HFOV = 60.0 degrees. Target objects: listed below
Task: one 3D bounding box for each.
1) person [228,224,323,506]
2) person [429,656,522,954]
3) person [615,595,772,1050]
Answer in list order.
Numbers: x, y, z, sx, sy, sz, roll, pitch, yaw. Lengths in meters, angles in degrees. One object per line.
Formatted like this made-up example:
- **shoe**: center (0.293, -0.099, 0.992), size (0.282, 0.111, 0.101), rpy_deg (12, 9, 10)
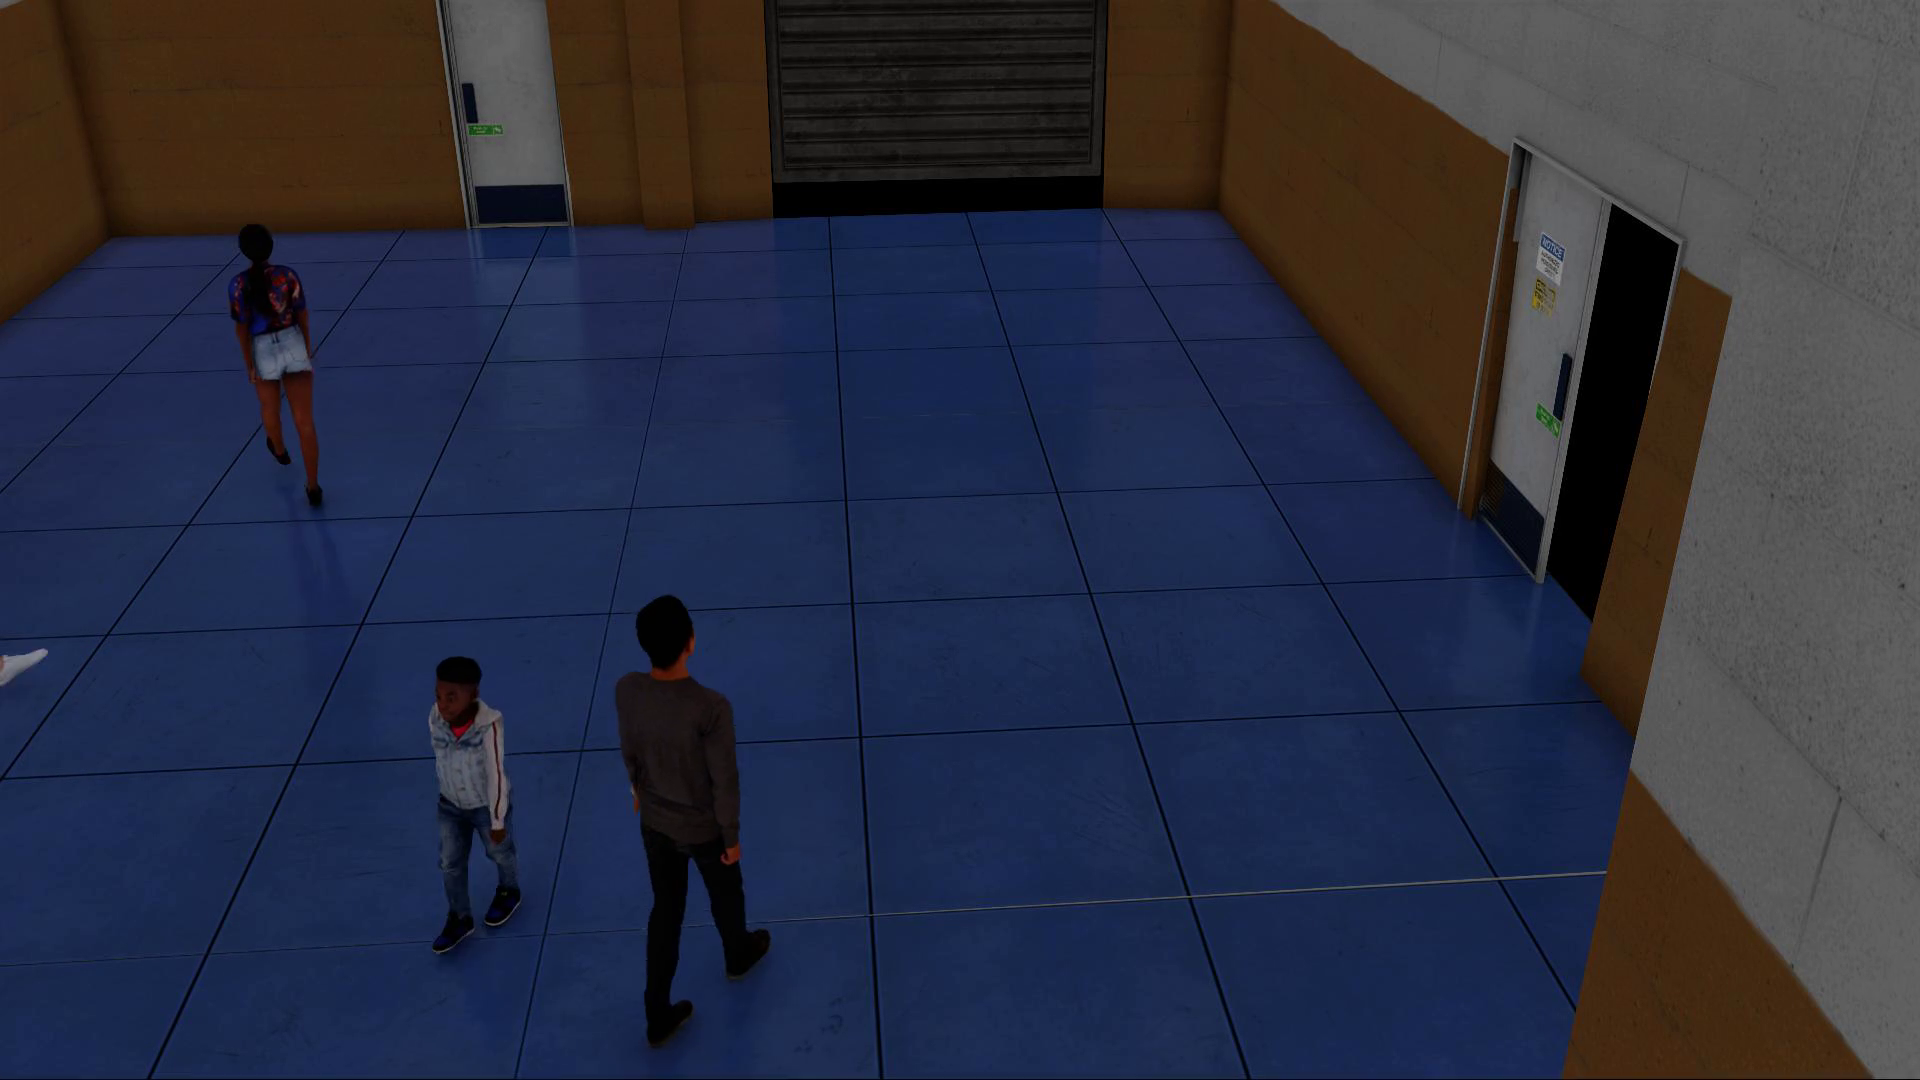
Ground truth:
- **person**: center (-4.089, -1.025, 10.069), size (1.147, 1.696, 0.951), rpy_deg (-13, 30, -24)
- **person**: center (-1.891, 0.979, 6.614), size (0.689, 1.248, 0.692), rpy_deg (8, 28, 15)
- **person**: center (-1.040, 1.042, 5.947), size (1.037, 1.739, 0.998), rpy_deg (22, 34, 36)
